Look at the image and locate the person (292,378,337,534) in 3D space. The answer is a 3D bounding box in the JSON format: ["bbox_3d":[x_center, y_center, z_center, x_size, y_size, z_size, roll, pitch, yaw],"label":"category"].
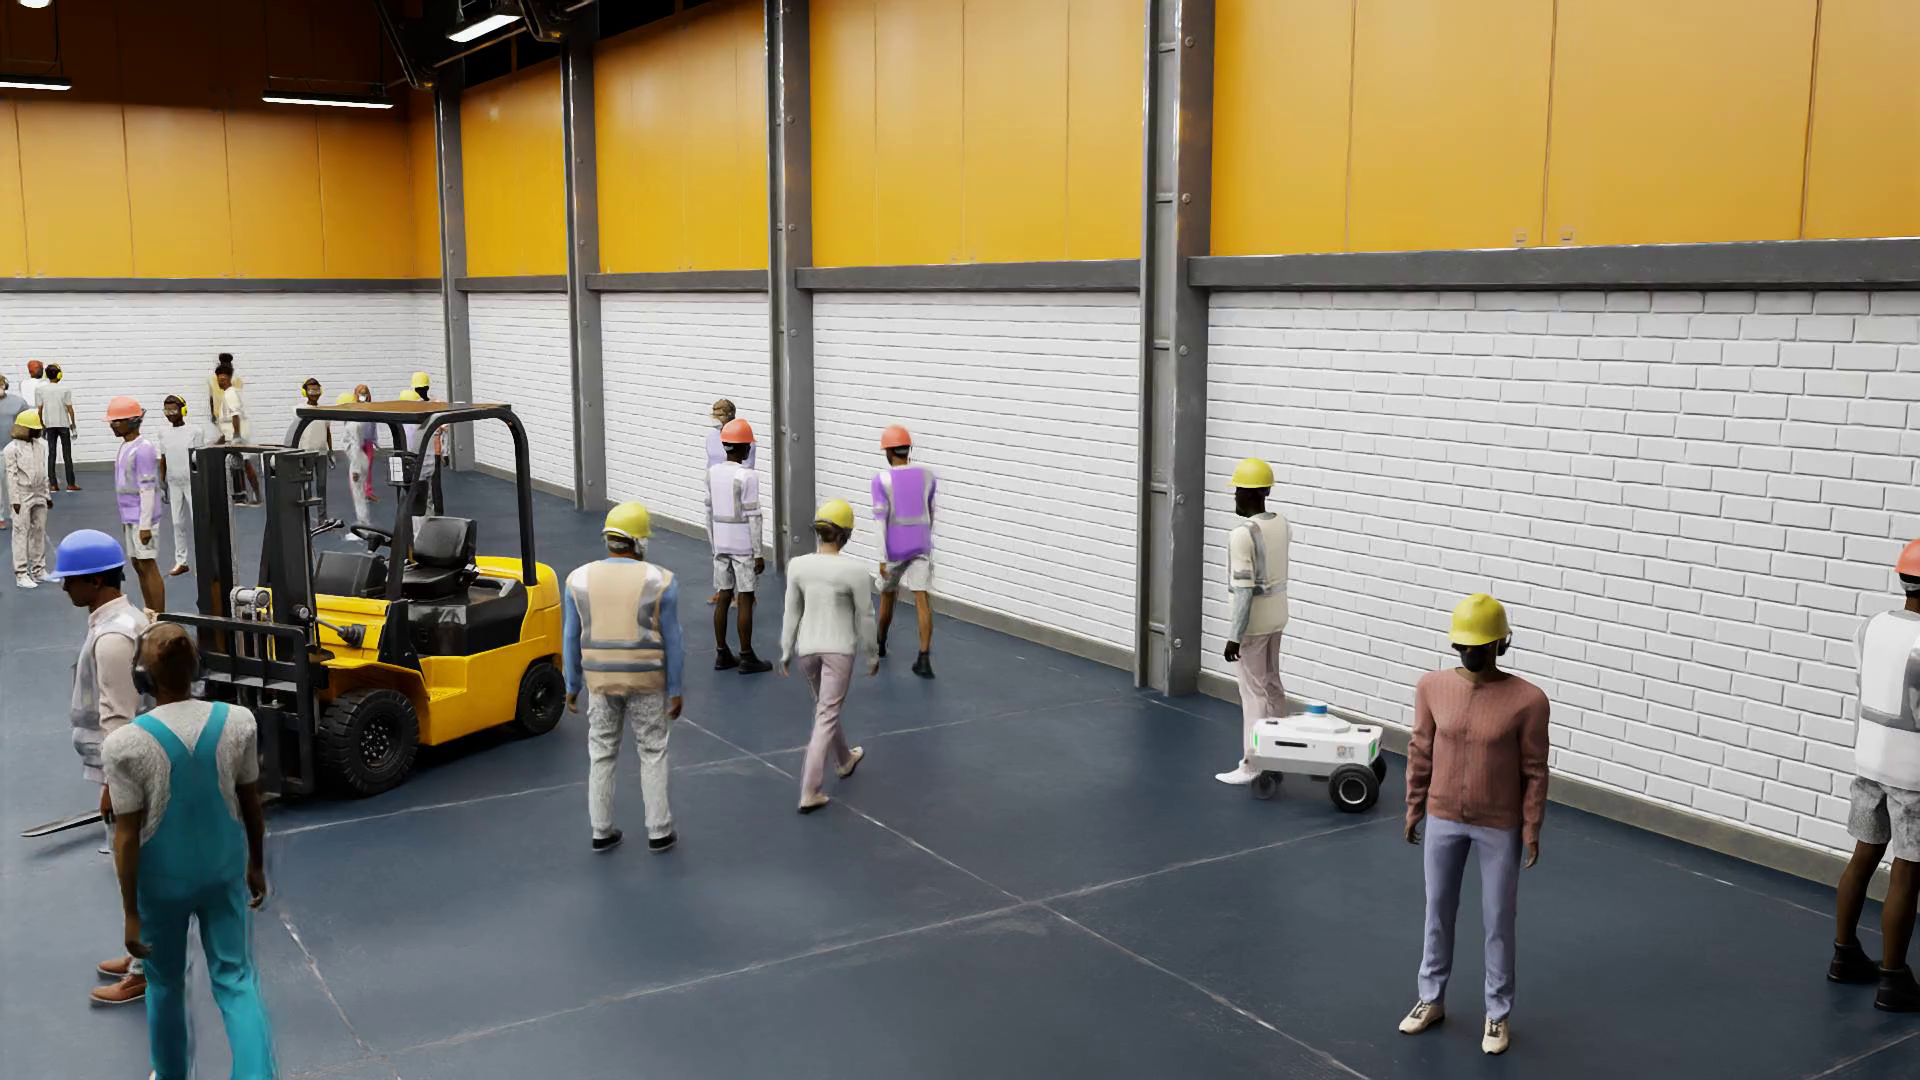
[{"bbox_3d":[-7.764,-1.017,20.036,0.334,1.870,0.517,7,11,41],"label":"person"}]

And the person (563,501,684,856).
[{"bbox_3d":[-1.718,0.712,8.515,0.624,1.830,0.405,1,8,6],"label":"person"}]

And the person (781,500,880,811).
[{"bbox_3d":[-0.717,0.624,9.496,0.536,1.704,0.920,4,9,25],"label":"person"}]

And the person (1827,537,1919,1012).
[{"bbox_3d":[3.845,0.930,6.737,0.399,1.928,0.542,-1,9,-10],"label":"person"}]

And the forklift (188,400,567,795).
[{"bbox_3d":[-3.529,0.258,10.348,1.214,2.155,2.313,4,9,25],"label":"forklift"}]

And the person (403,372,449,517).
[{"bbox_3d":[-6.544,-1.090,20.326,0.594,1.926,0.366,-1,9,-10],"label":"person"}]

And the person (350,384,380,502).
[{"bbox_3d":[-8.239,-1.333,22.951,0.283,1.633,0.498,6,10,33],"label":"person"}]

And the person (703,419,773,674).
[{"bbox_3d":[-1.682,0.065,12.625,0.549,1.903,0.358,6,11,37],"label":"person"}]

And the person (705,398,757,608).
[{"bbox_3d":[-2.108,-0.339,15.281,0.625,1.931,0.380,8,11,42],"label":"person"}]

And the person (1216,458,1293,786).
[{"bbox_3d":[1.718,0.480,9.744,0.381,1.928,0.587,6,11,37],"label":"person"}]

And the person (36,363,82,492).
[{"bbox_3d":[-13.071,-1.622,24.111,0.511,1.872,0.328,-1,9,-8],"label":"person"}]

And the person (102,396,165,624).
[{"bbox_3d":[-6.886,-0.185,13.882,0.396,2.034,0.610,-7,11,-40],"label":"person"}]

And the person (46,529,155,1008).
[{"bbox_3d":[-3.447,0.915,6.815,0.422,1.934,0.615,-4,9,-25],"label":"person"}]

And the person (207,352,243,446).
[{"bbox_3d":[-11.783,-2.042,26.686,0.638,1.940,0.569,2,9,13],"label":"person"}]

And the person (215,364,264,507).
[{"bbox_3d":[-9.729,-1.406,22.493,0.525,1.924,0.690,-4,9,-25],"label":"person"}]

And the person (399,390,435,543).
[{"bbox_3d":[-6.014,-0.749,18.378,0.403,1.825,0.586,1,8,4],"label":"person"}]

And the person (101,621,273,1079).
[{"bbox_3d":[-2.569,1.165,5.605,0.522,1.800,0.968,-7,11,-41],"label":"person"}]

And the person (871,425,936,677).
[{"bbox_3d":[-0.443,0.055,12.771,0.559,1.867,1.043,-3,9,-19],"label":"person"}]

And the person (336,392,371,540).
[{"bbox_3d":[-7.091,-0.870,19.483,0.326,1.741,0.491,-3,9,-19],"label":"person"}]

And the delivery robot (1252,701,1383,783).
[{"bbox_3d":[2.027,1.160,9.453,0.707,0.478,0.477,3,9,19],"label":"delivery robot"}]

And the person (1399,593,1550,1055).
[{"bbox_3d":[1.946,1.069,6.326,0.533,1.765,0.330,6,10,33],"label":"person"}]

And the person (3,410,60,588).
[{"bbox_3d":[-9.138,-0.408,16.379,0.308,1.736,0.484,2,9,11],"label":"person"}]

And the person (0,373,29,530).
[{"bbox_3d":[-11.668,-1.082,20.289,0.635,1.928,0.382,-7,11,-41],"label":"person"}]

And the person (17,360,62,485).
[{"bbox_3d":[-13.877,-1.766,25.028,0.584,1.883,0.337,3,9,17],"label":"person"}]

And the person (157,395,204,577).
[{"bbox_3d":[-7.907,-0.550,16.932,0.512,1.861,0.325,1,8,4],"label":"person"}]
